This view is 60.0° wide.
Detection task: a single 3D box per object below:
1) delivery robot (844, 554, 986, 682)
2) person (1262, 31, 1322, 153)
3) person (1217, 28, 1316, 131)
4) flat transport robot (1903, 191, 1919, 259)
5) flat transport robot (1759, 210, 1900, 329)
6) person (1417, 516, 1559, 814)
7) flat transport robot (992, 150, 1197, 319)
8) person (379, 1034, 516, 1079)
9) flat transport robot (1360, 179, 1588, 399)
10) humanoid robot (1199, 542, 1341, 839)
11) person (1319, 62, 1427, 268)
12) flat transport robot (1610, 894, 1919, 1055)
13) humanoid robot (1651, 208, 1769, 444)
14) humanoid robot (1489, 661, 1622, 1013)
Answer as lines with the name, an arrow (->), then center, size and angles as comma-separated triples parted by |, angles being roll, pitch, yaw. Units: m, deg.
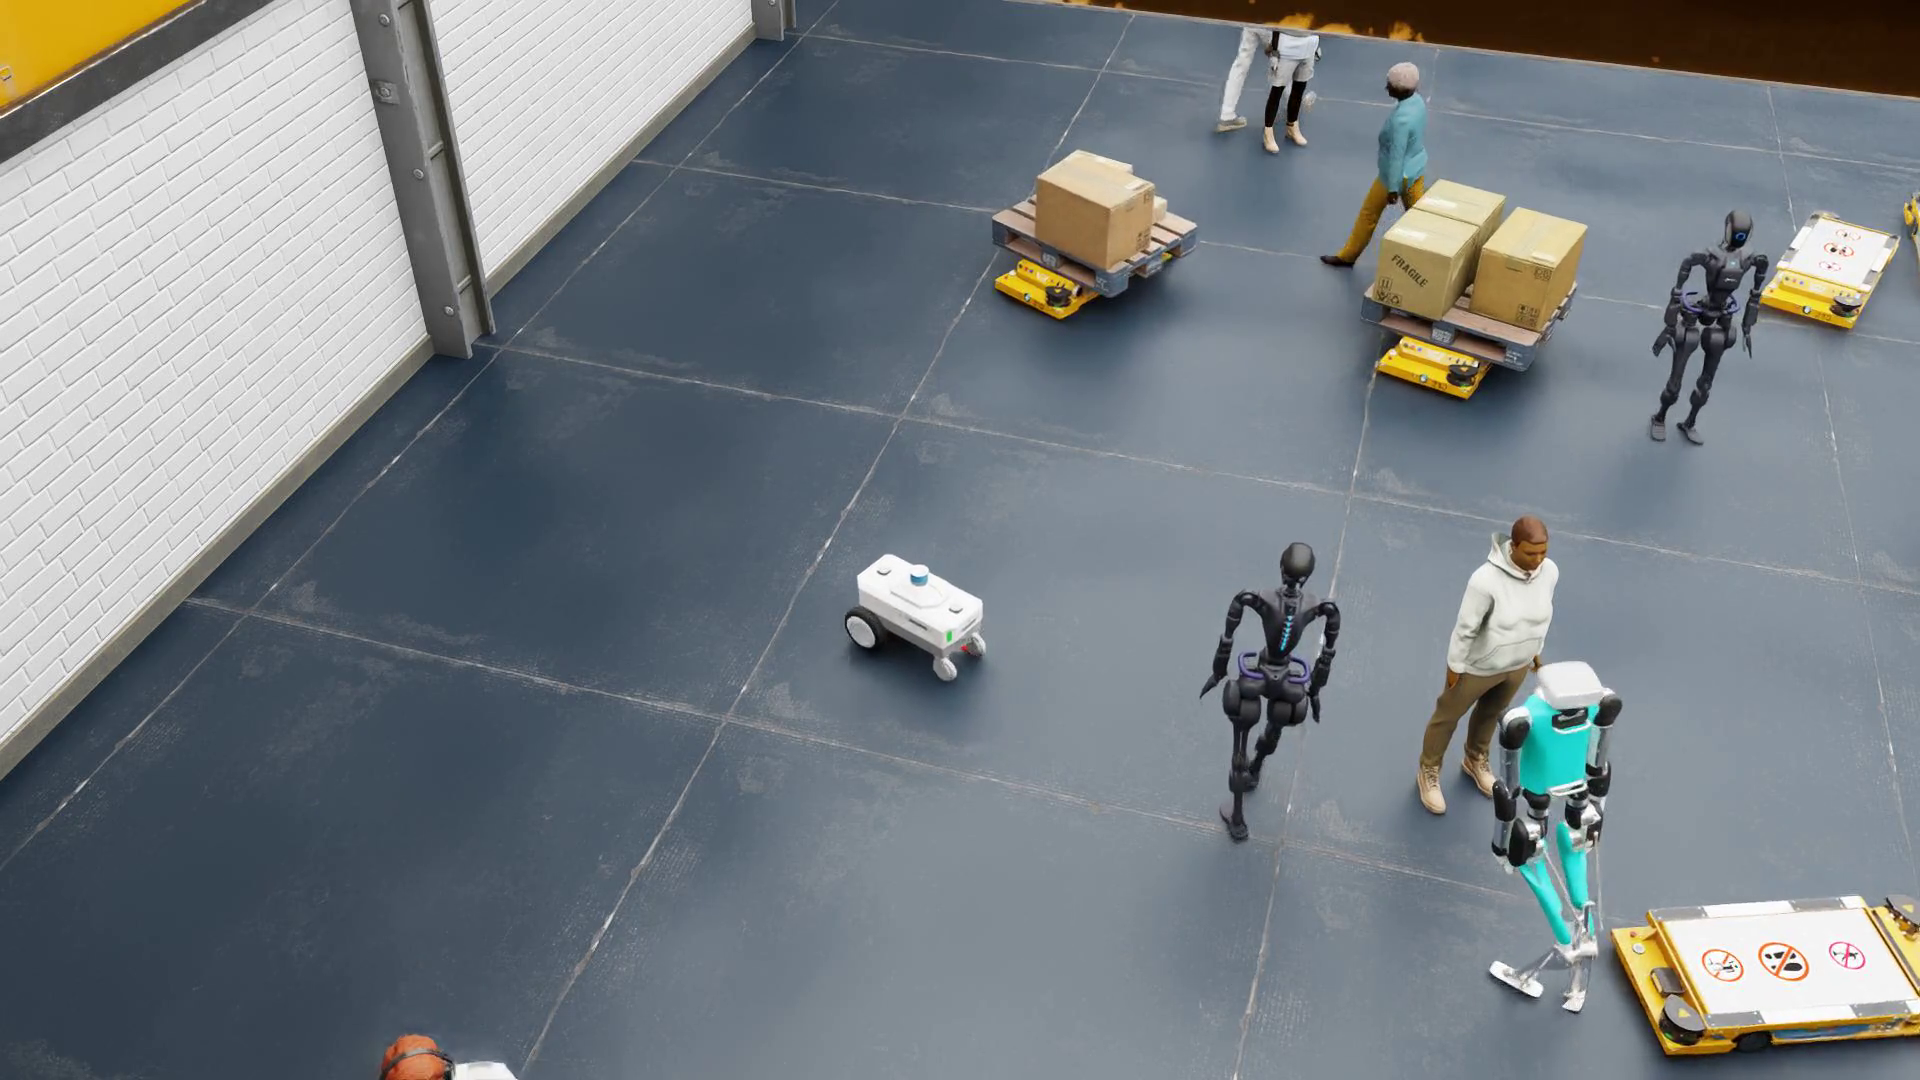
delivery robot -> -0.222, 0.392, 9.277 | 0.757, 0.580, 0.499 | 26, 46, 29
person -> 2.817, -4.097, 13.960 | 0.540, 1.695, 0.315 | -18, 42, -21
person -> 2.690, -4.448, 14.292 | 1.013, 1.827, 0.571 | -22, 44, -25
flat transport robot -> 7.730, -2.243, 12.794 | 0.659, 0.231, 1.431 | 10, 40, 13
flat transport robot -> 6.594, -2.062, 12.569 | 0.659, 0.231, 1.431 | 24, 45, 27
person -> 2.579, 0.577, 8.091 | 0.520, 1.766, 0.378 | -10, 40, -12
flat transport robot -> 0.991, -2.127, 12.650 | 0.659, 0.231, 1.431 | 32, 48, 33
person -> -1.753, 2.295, 5.902 | 0.588, 1.837, 0.960 | -19, 42, -22
flat transport robot -> 3.578, -1.499, 11.869 | 0.659, 0.231, 1.431 | 23, 44, 26
humanoid robot -> 1.472, 0.687, 8.038 | 0.609, 1.638, 0.615 | 3, 39, 4
person -> 3.247, -2.692, 12.205 | 0.911, 1.701, 0.594 | 24, 45, 27
flat transport robot -> 3.785, 1.970, 7.554 | 1.431, 0.231, 0.659 | -3, 39, -4
humanoid robot -> 4.749, -1.350, 10.558 | 0.601, 1.650, 0.326 | 3, 39, 3
humanoid robot -> 2.602, 1.394, 7.109 | 0.587, 1.788, 0.817 | -10, 40, -12
